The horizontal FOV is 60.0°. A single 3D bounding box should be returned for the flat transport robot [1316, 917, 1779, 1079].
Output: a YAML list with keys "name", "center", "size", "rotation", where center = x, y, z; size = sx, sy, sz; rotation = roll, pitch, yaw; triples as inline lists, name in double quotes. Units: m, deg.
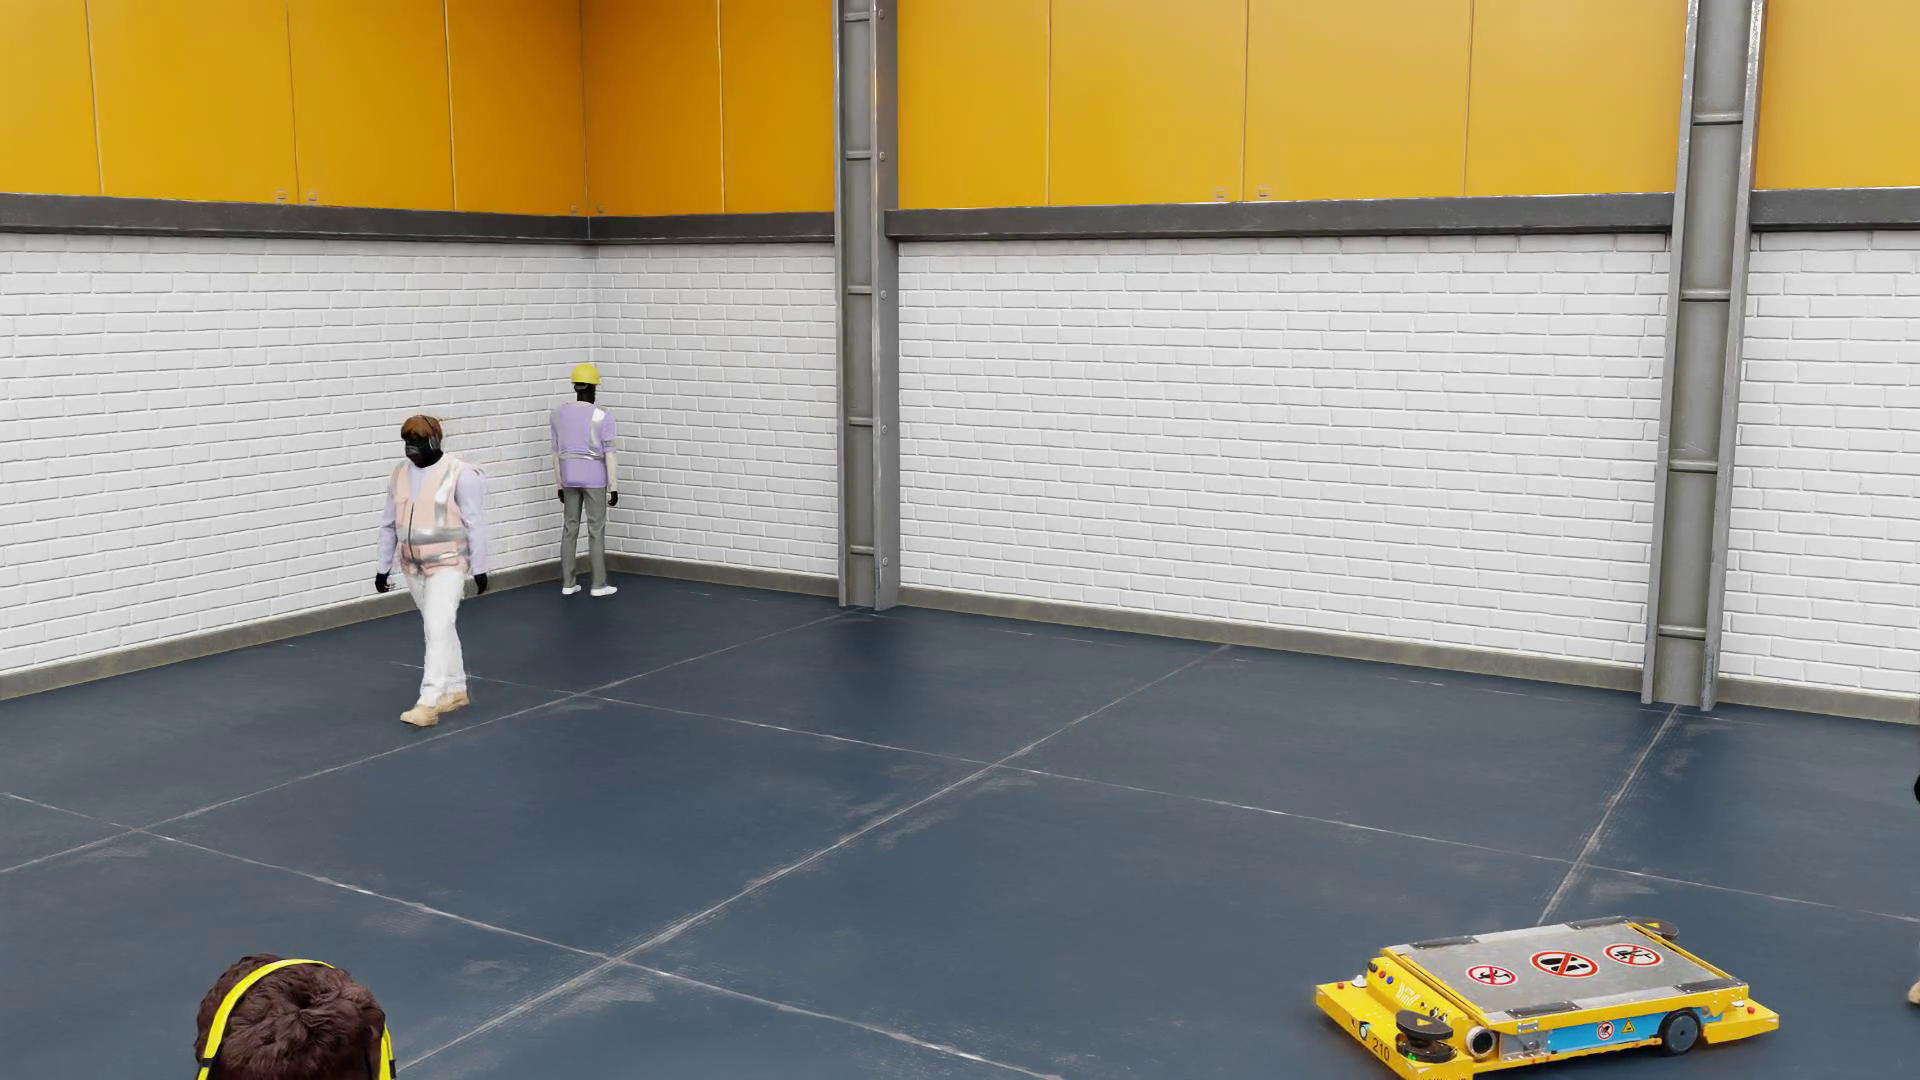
- name: "flat transport robot"
  center: [2.046, 1.587, 5.821]
  size: [1.431, 0.197, 0.652]
  rotation: [-3, 10, -17]

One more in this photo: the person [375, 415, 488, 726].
- name: "person"
  center: [-3.193, 0.182, 9.794]
  size: [0.664, 1.810, 0.844]
  rotation: [4, 10, 24]

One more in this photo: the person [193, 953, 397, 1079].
- name: "person"
  center: [-0.753, 1.400, 2.034]
  size: [0.328, 1.865, 0.520]
  rotation: [6, 11, 35]

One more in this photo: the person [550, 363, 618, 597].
- name: "person"
  center: [-3.067, -0.490, 13.670]
  size: [0.580, 1.919, 0.397]
  rotation: [2, 9, 14]

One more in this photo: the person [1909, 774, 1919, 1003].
- name: "person"
  center: [3.727, 0.819, 5.841]
  size: [0.647, 1.817, 0.459]
  rotation: [3, 10, 20]
